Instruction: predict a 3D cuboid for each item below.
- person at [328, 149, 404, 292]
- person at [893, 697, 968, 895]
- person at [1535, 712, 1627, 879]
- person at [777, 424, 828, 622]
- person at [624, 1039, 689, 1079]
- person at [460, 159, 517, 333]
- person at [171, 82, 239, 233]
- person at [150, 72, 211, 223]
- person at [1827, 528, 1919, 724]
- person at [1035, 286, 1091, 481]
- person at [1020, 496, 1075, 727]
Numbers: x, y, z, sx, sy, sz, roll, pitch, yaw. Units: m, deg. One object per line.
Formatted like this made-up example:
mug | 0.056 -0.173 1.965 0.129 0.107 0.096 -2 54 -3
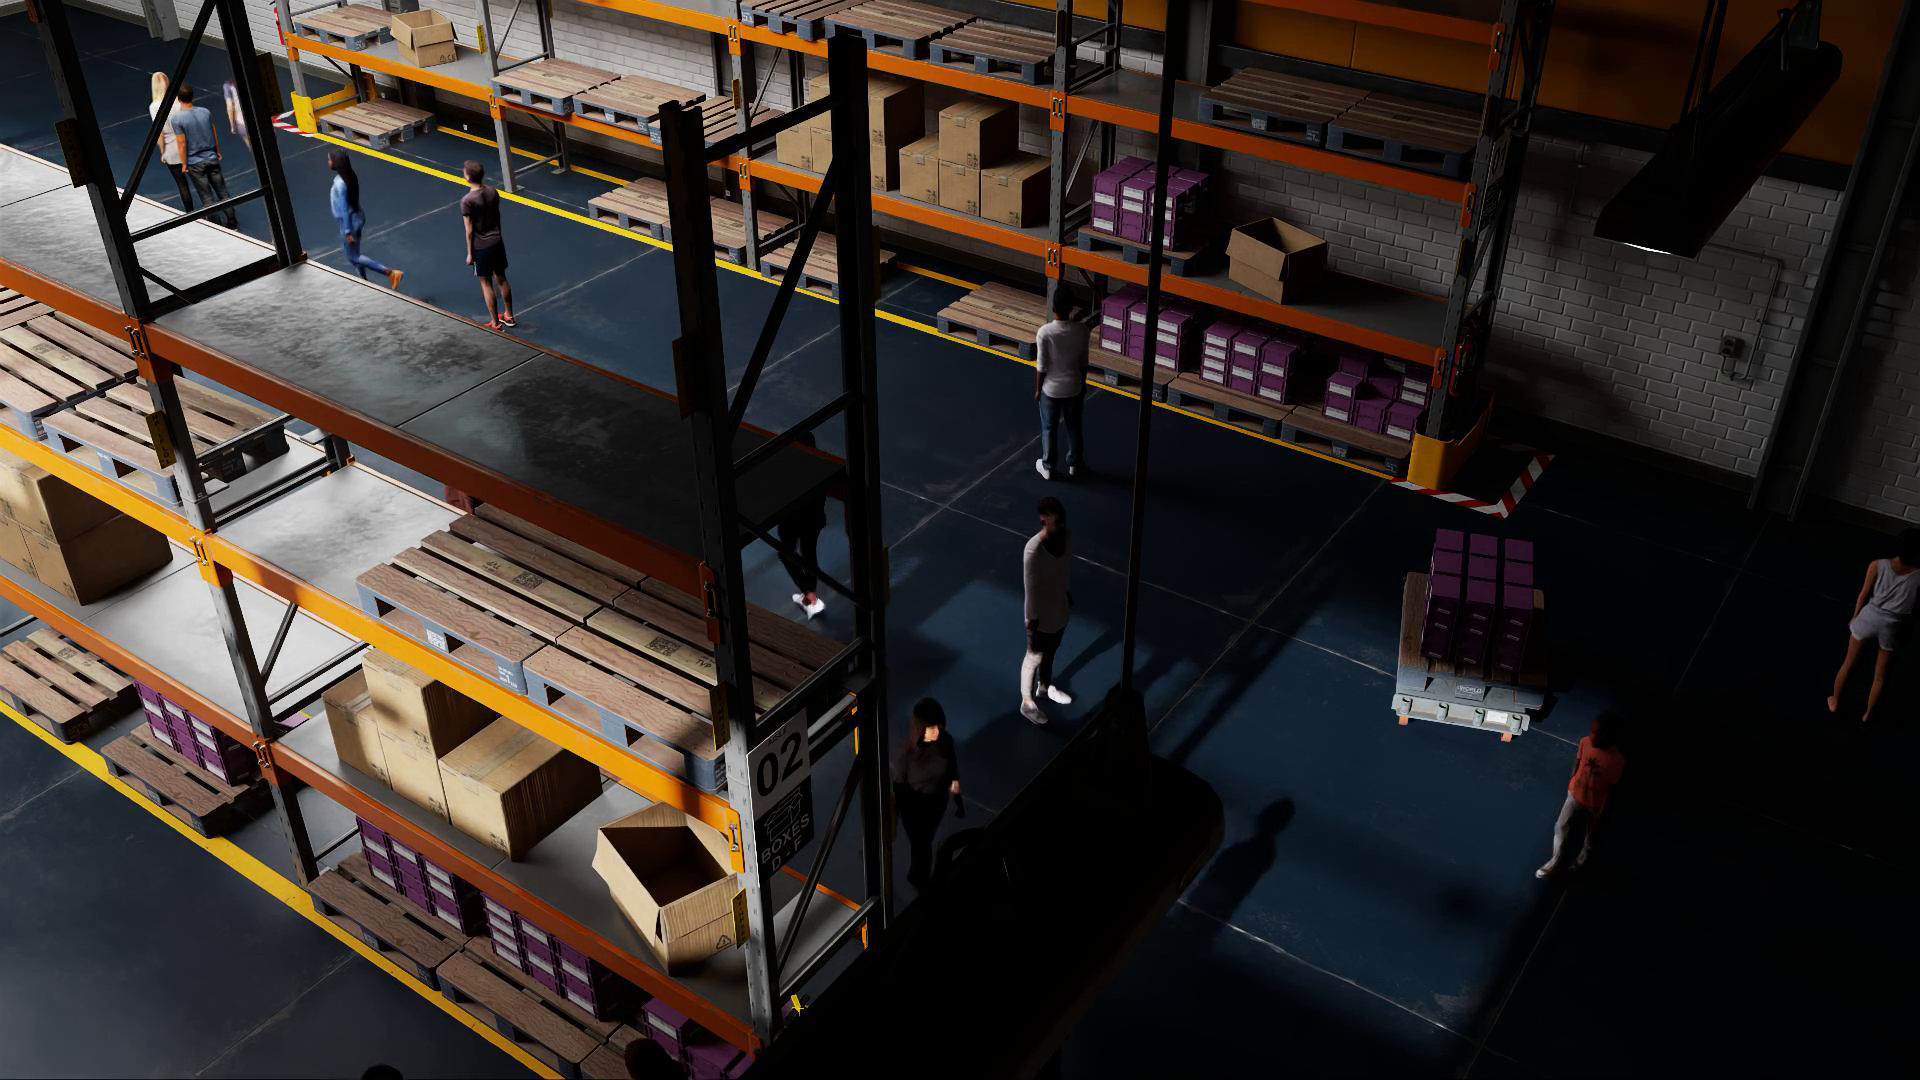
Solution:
person | -6.374 -3.336 17.718 1.016 1.694 0.920 -2 34 -2
person | -0.273 1.589 10.368 0.769 1.628 0.855 -19 38 -26
person | 4.086 1.608 10.643 0.655 1.293 0.664 -26 41 -33
person | -1.175 -0.101 12.829 0.773 1.719 0.917 -21 39 -28
person | -1.299 3.052 8.102 1.050 1.700 0.867 2 34 3
person | -4.862 -3.017 17.094 0.562 1.855 0.656 18 38 25
person | -8.733 -4.382 19.187 0.545 1.810 0.652 23 40 30
person | -9.124 -4.567 19.451 0.538 1.827 0.600 24 41 32
person | 6.583 0.606 11.872 0.478 1.601 0.617 21 39 28
person | 0.895 -1.380 14.666 0.734 1.816 0.795 -5 34 -8
person | 0.621 0.467 11.866 0.551 1.839 0.666 23 40 30
